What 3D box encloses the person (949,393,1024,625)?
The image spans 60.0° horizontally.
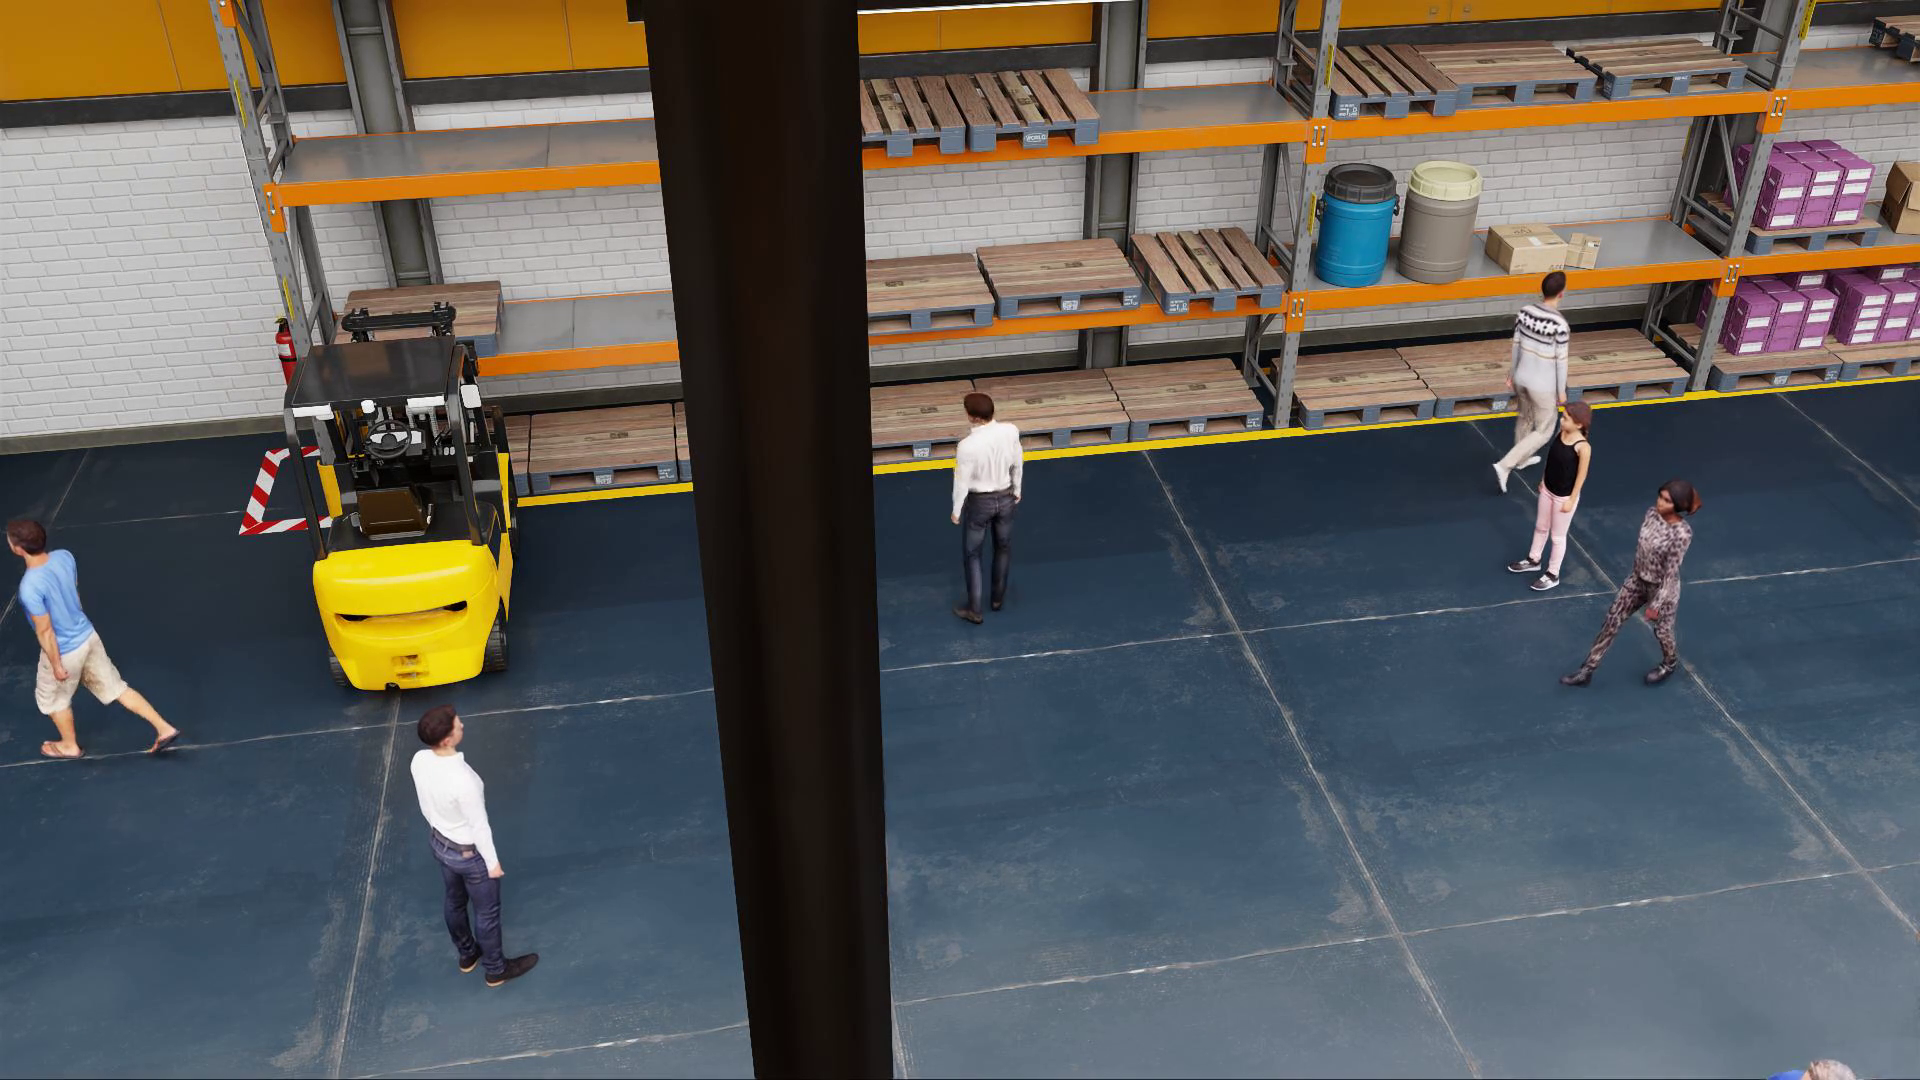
[{"bbox_3d":[0.233,-0.255,11.938,0.640,1.843,0.825,-4,34,-7],"label":"person"}]

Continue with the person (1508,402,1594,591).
[{"bbox_3d":[4.453,-0.355,12.341,0.559,1.563,0.569,-11,35,-16],"label":"person"}]

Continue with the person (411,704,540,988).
[{"bbox_3d":[-2.708,1.660,9.035,0.715,1.868,0.768,22,40,30],"label":"person"}]

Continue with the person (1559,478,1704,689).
[{"bbox_3d":[4.745,0.333,11.216,1.166,1.663,0.701,-11,35,-15],"label":"person"}]

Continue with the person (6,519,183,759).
[{"bbox_3d":[-5.558,0.676,10.542,1.285,1.838,0.915,5,34,8],"label":"person"}]

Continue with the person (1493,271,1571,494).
[{"bbox_3d":[4.635,-1.263,13.458,1.099,1.839,0.893,-17,37,-23],"label":"person"}]
